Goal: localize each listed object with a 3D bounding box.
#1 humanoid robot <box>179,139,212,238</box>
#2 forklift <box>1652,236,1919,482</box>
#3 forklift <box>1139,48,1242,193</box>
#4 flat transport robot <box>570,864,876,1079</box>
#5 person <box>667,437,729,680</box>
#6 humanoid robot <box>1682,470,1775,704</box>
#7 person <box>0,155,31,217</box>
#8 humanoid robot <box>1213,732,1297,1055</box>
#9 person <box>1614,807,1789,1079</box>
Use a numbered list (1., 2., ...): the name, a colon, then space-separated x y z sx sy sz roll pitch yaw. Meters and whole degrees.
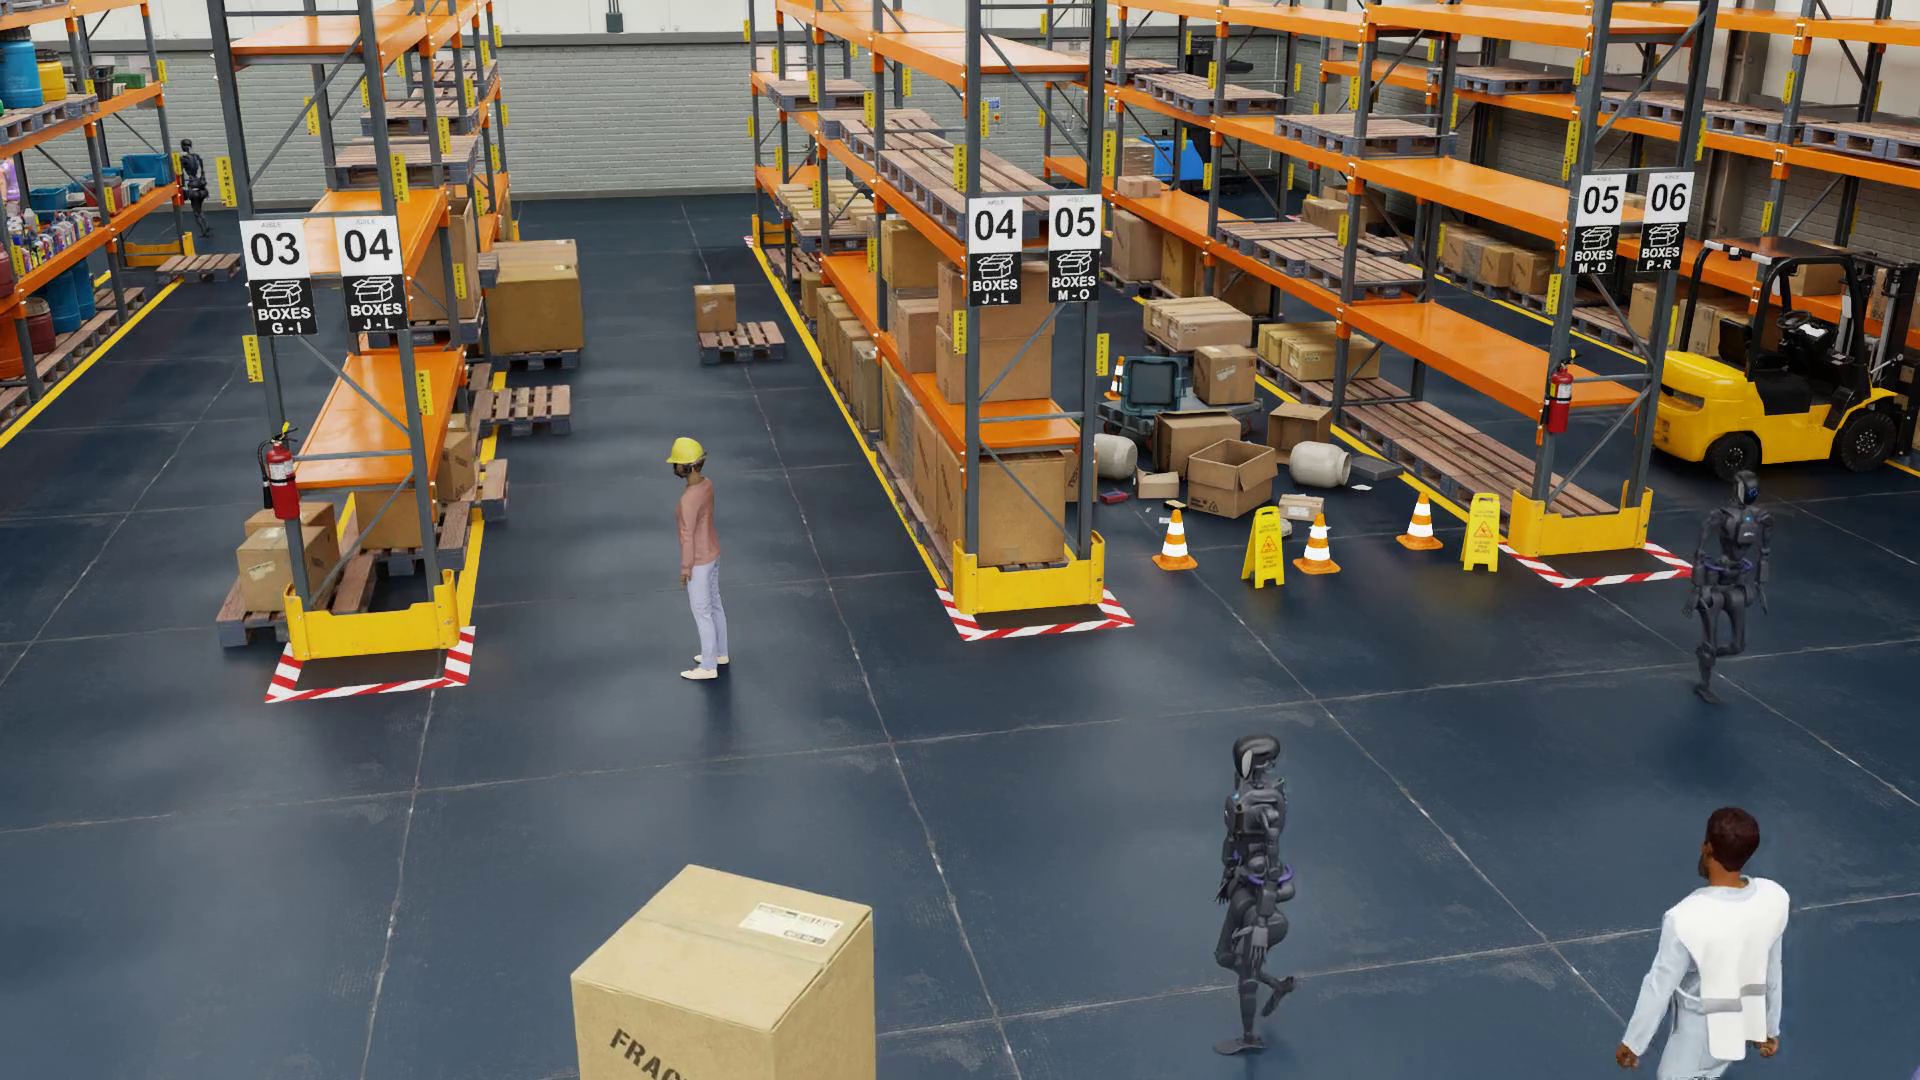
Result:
1. humanoid robot: -13.023 -5.984 28.301 0.359 1.645 0.593 7 21 18
2. forklift: 8.013 -1.814 16.330 2.313 2.155 1.214 -4 21 -12
3. forklift: 4.566 -8.313 32.860 1.873 2.768 1.129 -4 21 -12
4. flat transport robot: -0.906 2.676 6.997 1.431 0.231 0.659 -17 26 -39
5. person: -1.859 0.126 11.726 0.342 1.756 0.516 2 21 6
6. humanoid robot: 5.211 0.287 11.411 0.583 1.638 0.486 -3 21 -8
7. person: -15.340 -5.535 27.071 0.348 1.688 0.490 11 23 27
8. humanoid robot: 1.420 1.650 7.749 0.441 1.646 0.589 -4 21 -10
9. person: 2.955 1.950 6.622 0.568 1.898 0.494 -17 26 -38
